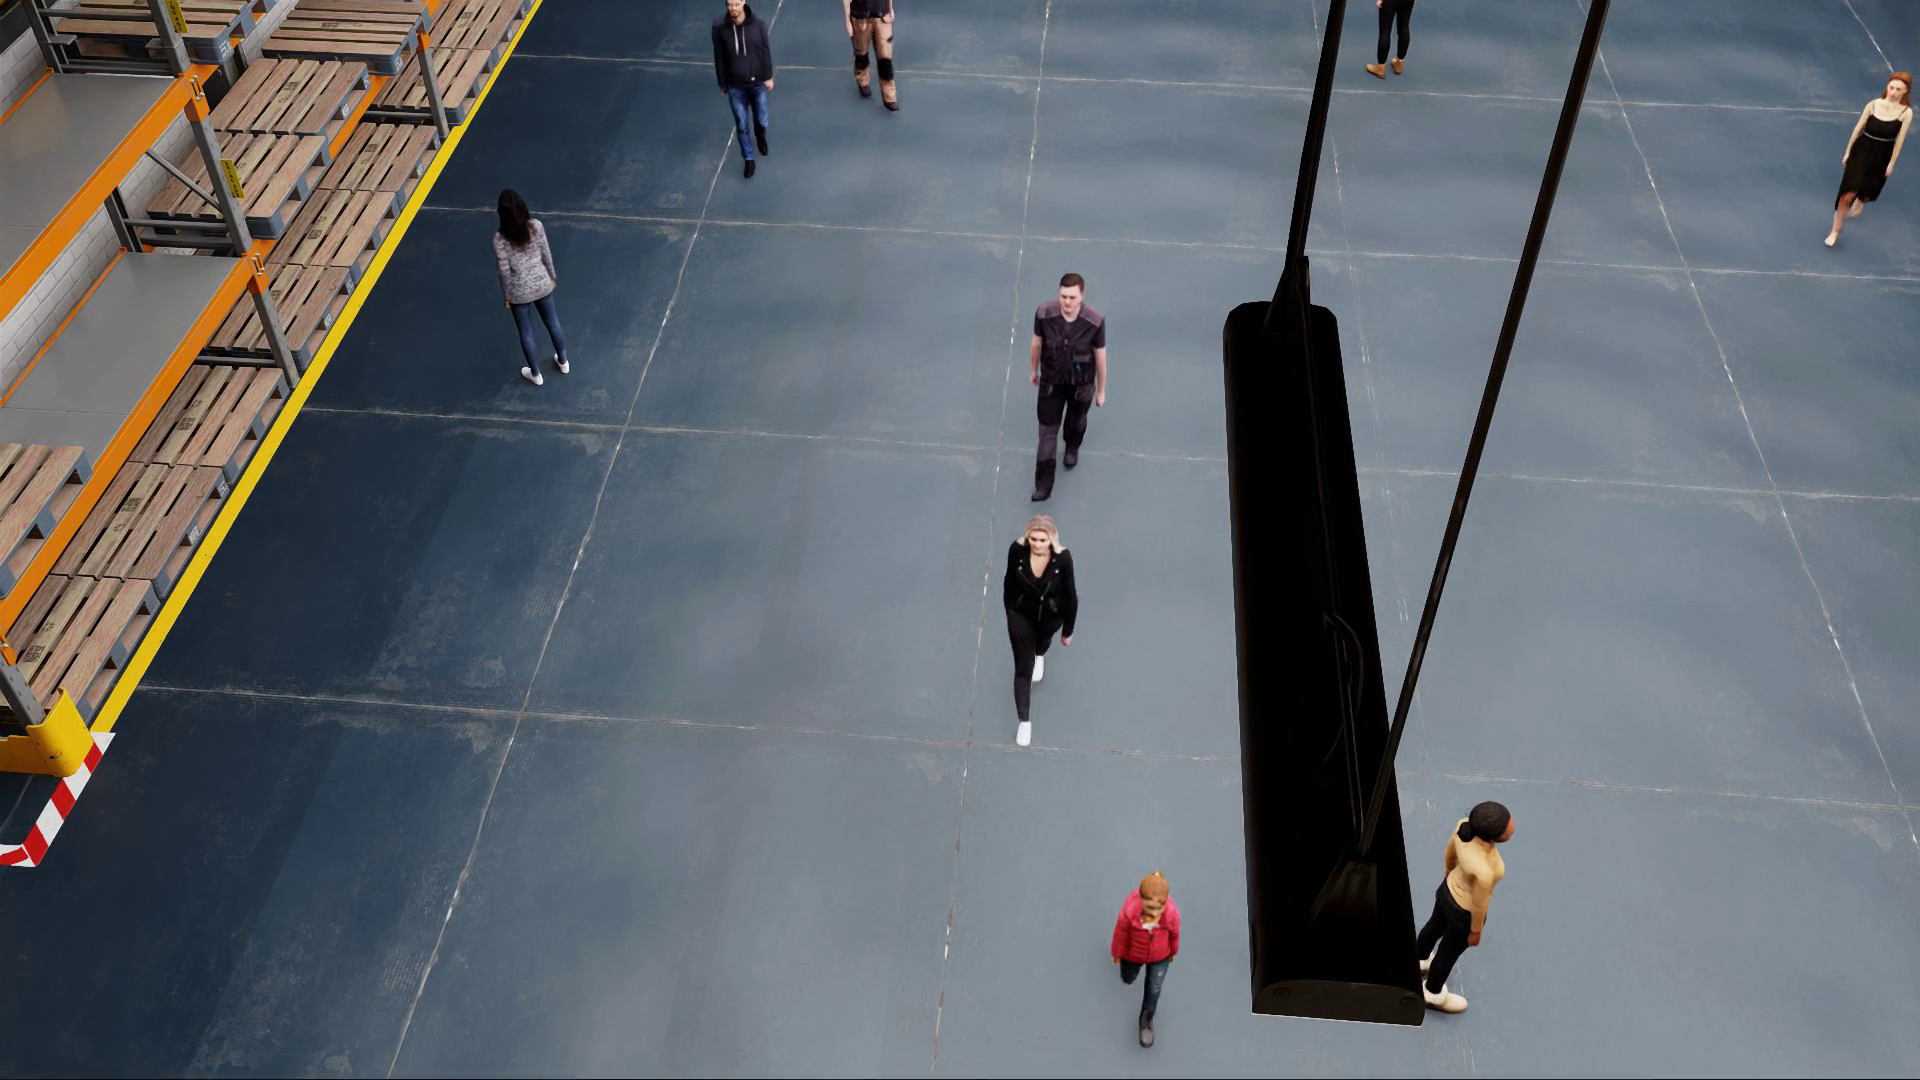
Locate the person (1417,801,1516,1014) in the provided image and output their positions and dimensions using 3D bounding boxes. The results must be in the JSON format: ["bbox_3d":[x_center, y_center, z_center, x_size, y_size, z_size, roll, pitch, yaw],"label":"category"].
[{"bbox_3d":[2.725,1.971,9.066,0.704,1.659,0.539,-5,44,-5],"label":"person"}]

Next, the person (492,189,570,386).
[{"bbox_3d":[-3.428,-2.012,13.194,0.685,1.732,0.734,-28,50,-26],"label":"person"}]

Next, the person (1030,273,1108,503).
[{"bbox_3d":[0.815,-1.228,12.318,0.827,1.805,1.161,8,44,8],"label":"person"}]

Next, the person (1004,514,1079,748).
[{"bbox_3d":[0.516,0.425,10.706,0.646,1.636,1.119,5,44,5],"label":"person"}]

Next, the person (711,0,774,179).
[{"bbox_3d":[-1.993,-4.329,15.521,0.753,1.878,0.861,-3,44,-3],"label":"person"}]

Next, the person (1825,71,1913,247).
[{"bbox_3d":[8.095,-3.408,14.753,0.819,1.603,0.983,24,49,23],"label":"person"}]

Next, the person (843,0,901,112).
[{"bbox_3d":[-0.921,-5.245,16.533,0.911,1.808,1.128,-11,45,-12],"label":"person"}]

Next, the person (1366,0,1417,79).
[{"bbox_3d":[4.468,-5.563,16.929,0.673,1.722,0.650,-12,45,-12],"label":"person"}]

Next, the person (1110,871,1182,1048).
[{"bbox_3d":[1.007,2.191,9.094,0.540,1.302,0.796,1,44,1],"label":"person"}]
